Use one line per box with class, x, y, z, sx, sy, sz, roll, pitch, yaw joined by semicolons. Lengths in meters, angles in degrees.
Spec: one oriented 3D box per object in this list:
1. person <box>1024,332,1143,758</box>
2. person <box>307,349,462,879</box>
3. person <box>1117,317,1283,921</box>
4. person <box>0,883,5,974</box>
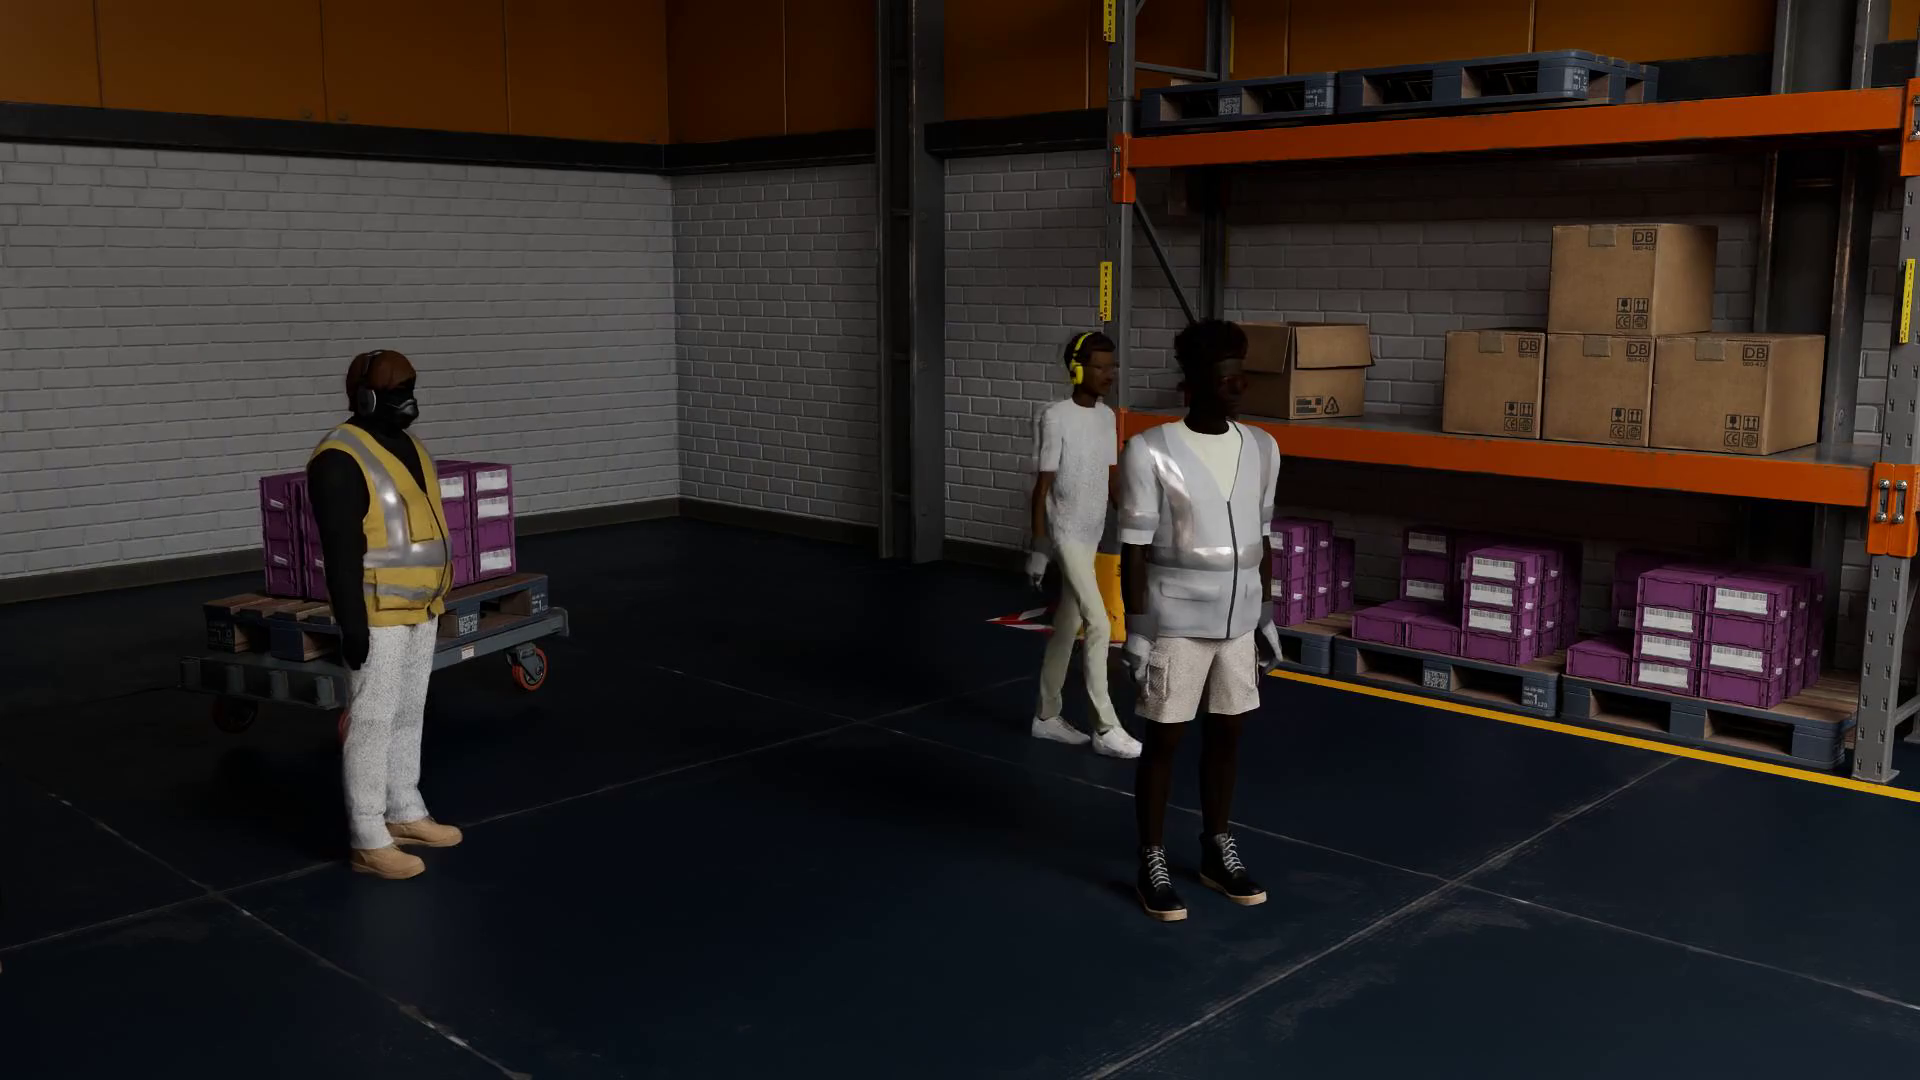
person;0.620;0.026;7.243;0.796;1.841;0.563;7;11;35
person;-2.010;0.250;5.887;0.429;1.841;0.633;1;9;8
person;0.796;0.257;5.472;0.613;1.962;0.361;-5;10;-26
person;-3.143;0.334;4.765;0.536;2.000;0.675;7;11;36
